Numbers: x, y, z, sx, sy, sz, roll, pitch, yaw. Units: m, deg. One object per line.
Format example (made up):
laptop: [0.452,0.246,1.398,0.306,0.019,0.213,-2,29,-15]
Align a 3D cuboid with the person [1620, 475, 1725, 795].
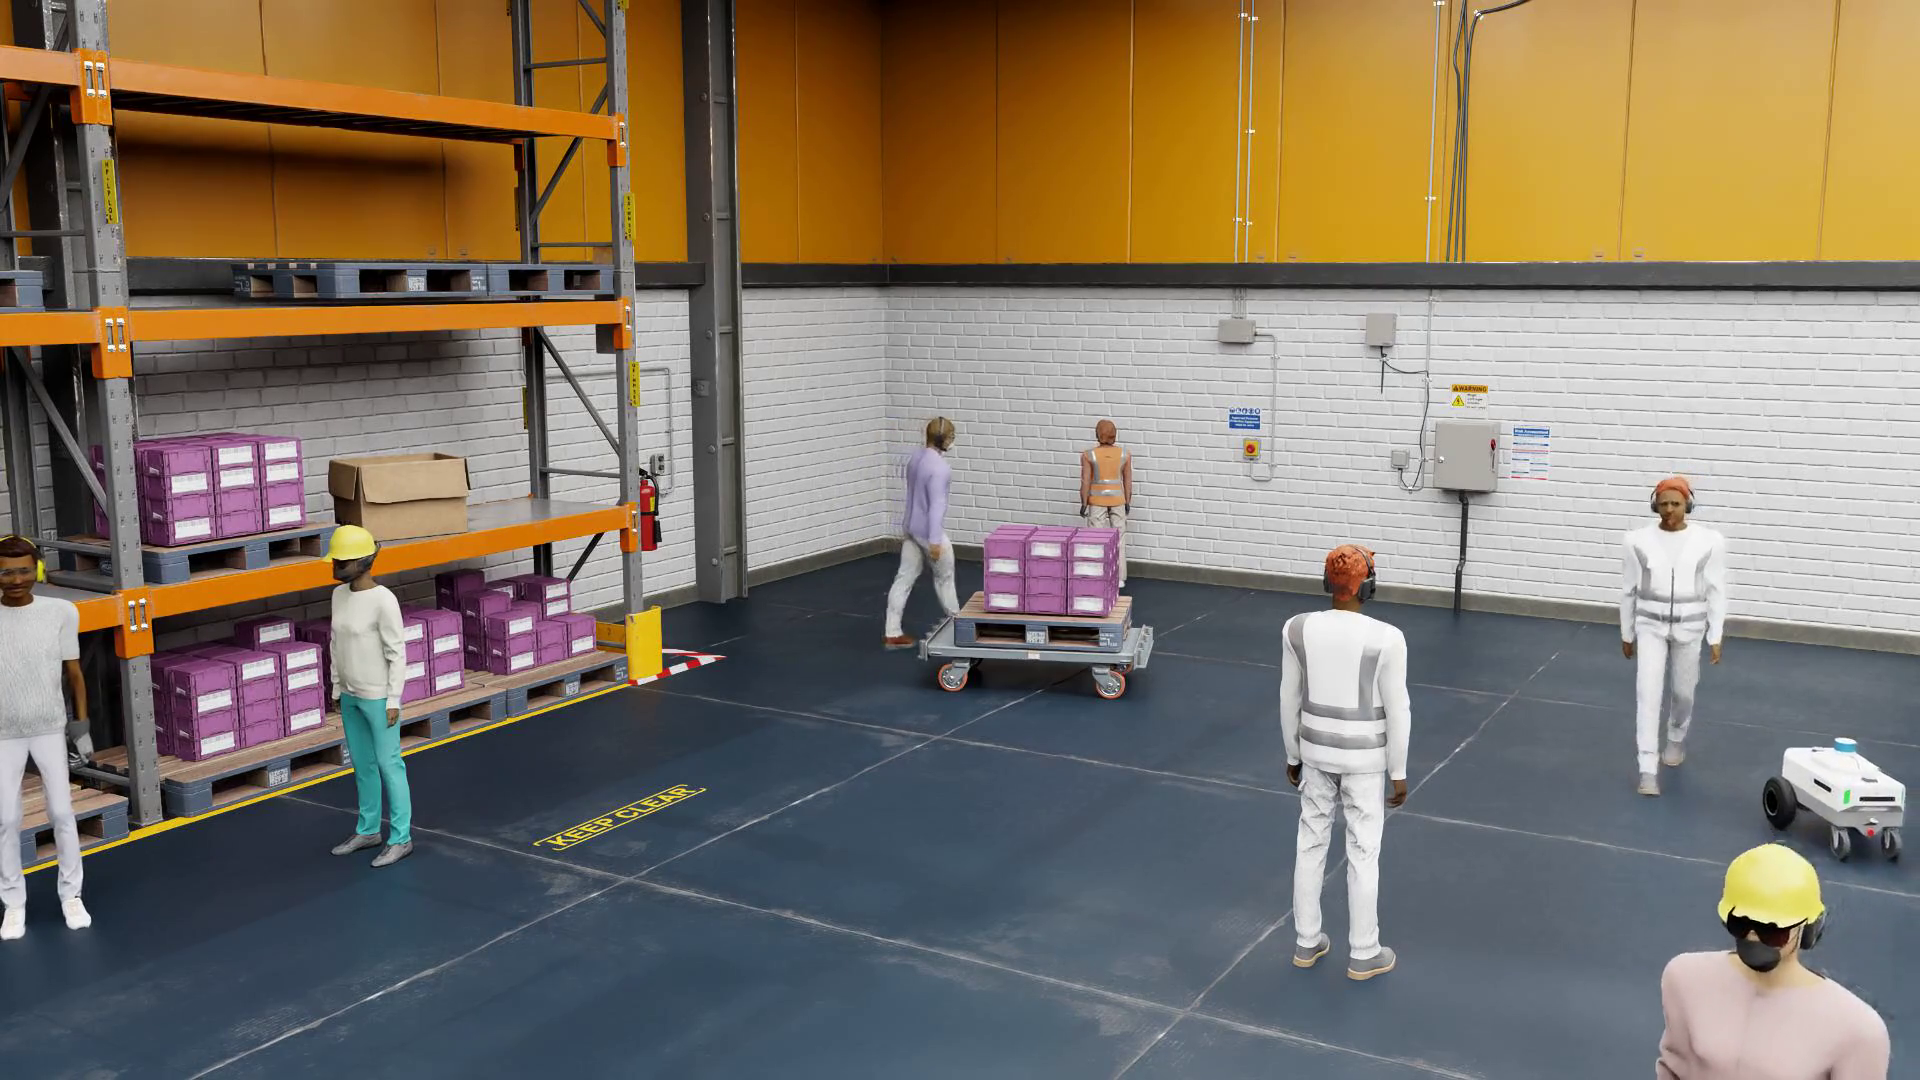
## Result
person: [4.230,0.526,9.923,0.573,1.858,0.919,3,10,21]

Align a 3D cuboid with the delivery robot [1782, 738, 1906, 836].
delivery robot: [4.692,1.299,8.846,0.477,0.478,0.707,0,9,0]

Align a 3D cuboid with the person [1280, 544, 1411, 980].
person: [1.659,0.951,7.178,0.575,1.882,0.355,6,11,35]

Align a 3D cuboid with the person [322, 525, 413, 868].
person: [-3.056,0.795,8.523,0.533,1.765,0.326,6,11,35]

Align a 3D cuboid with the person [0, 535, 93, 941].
person: [-4.269,0.894,7.615,0.513,1.861,0.327,-5,10,-29]

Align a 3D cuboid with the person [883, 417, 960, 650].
person: [-0.199,-0.056,13.433,0.990,1.878,0.751,-5,10,-27]

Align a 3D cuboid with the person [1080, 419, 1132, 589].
person: [1.399,-0.331,15.930,0.513,1.642,0.313,-1,9,-9]

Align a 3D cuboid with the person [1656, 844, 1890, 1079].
person: [1.923,1.544,3.981,0.536,1.722,0.898,8,12,43]
